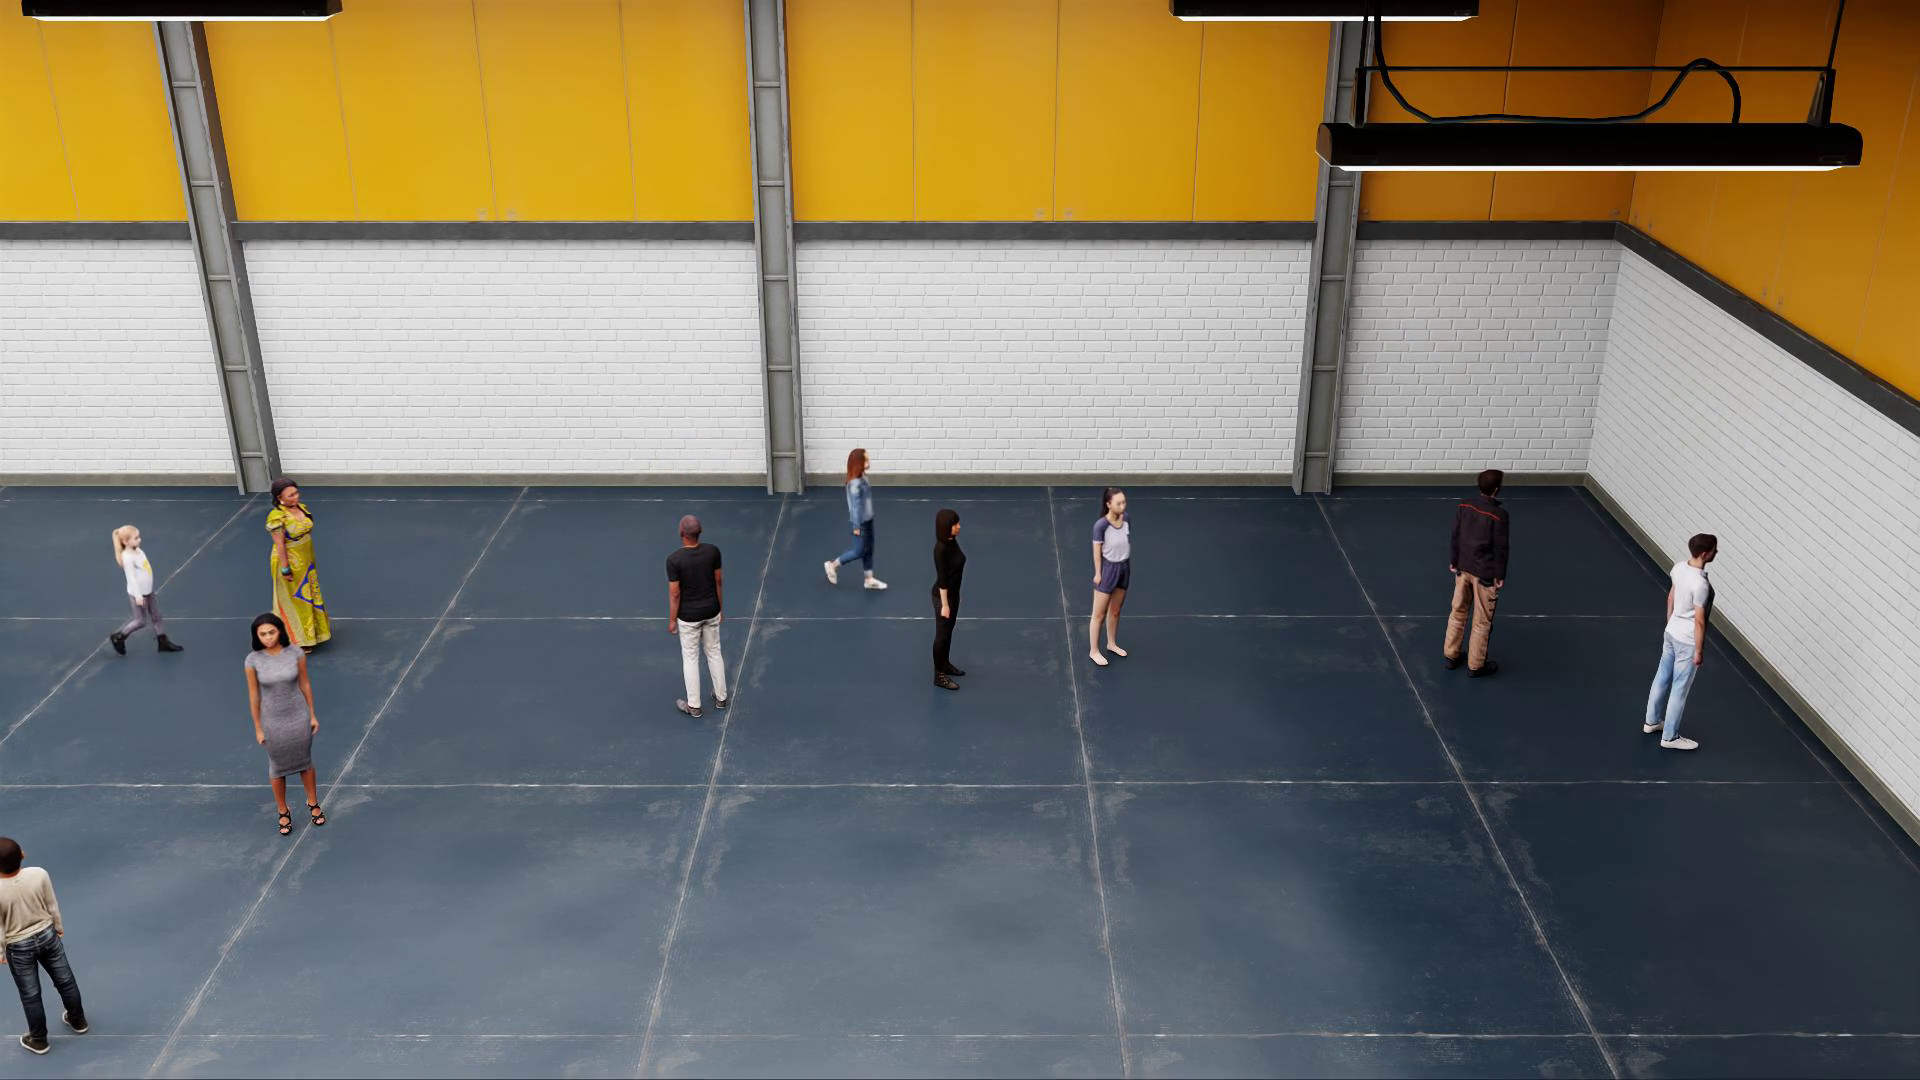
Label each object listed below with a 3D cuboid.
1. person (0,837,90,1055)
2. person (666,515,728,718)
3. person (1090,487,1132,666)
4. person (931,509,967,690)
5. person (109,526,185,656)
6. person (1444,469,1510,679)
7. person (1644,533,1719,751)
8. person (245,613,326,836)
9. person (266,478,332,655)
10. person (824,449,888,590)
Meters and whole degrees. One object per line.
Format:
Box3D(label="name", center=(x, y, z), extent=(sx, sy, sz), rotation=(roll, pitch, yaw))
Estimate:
Box3D(label="person", center=(-5.697, 2.472, 10.214), extent=(0.657, 1.459, 0.612), rotation=(18, 30, 36))
Box3D(label="person", center=(-2.205, 0.630, 13.996), extent=(0.728, 1.805, 0.820), rotation=(-15, 28, -31))
Box3D(label="person", center=(1.348, 0.302, 14.940), extent=(0.648, 1.650, 0.728), rotation=(-18, 30, -36))
Box3D(label="person", center=(-0.126, 0.488, 14.526), extent=(0.572, 1.642, 0.615), rotation=(6, 24, 13))
Box3D(label="person", center=(-7.465, 0.477, 15.021), extent=(0.821, 1.264, 0.508), rotation=(-2, 24, -4))
Box3D(label="person", center=(4.562, 0.275, 14.660), extent=(0.830, 1.925, 0.790), rotation=(-19, 30, -37))
Box3D(label="person", center=(5.890, 0.802, 13.547), extent=(0.564, 1.851, 0.663), rotation=(-2, 24, -6))
Box3D(label="person", center=(-5.015, 1.356, 12.367), extent=(0.623, 1.781, 0.733), rotation=(-13, 27, -27))
Box3D(label="person", center=(-6.057, 0.204, 15.154), extent=(0.801, 1.659, 0.879), rotation=(3, 24, 6))
Box3D(label="person", center=(-1.039, -0.191, 16.302), extent=(0.890, 1.464, 0.670), rotation=(4, 24, 9))
